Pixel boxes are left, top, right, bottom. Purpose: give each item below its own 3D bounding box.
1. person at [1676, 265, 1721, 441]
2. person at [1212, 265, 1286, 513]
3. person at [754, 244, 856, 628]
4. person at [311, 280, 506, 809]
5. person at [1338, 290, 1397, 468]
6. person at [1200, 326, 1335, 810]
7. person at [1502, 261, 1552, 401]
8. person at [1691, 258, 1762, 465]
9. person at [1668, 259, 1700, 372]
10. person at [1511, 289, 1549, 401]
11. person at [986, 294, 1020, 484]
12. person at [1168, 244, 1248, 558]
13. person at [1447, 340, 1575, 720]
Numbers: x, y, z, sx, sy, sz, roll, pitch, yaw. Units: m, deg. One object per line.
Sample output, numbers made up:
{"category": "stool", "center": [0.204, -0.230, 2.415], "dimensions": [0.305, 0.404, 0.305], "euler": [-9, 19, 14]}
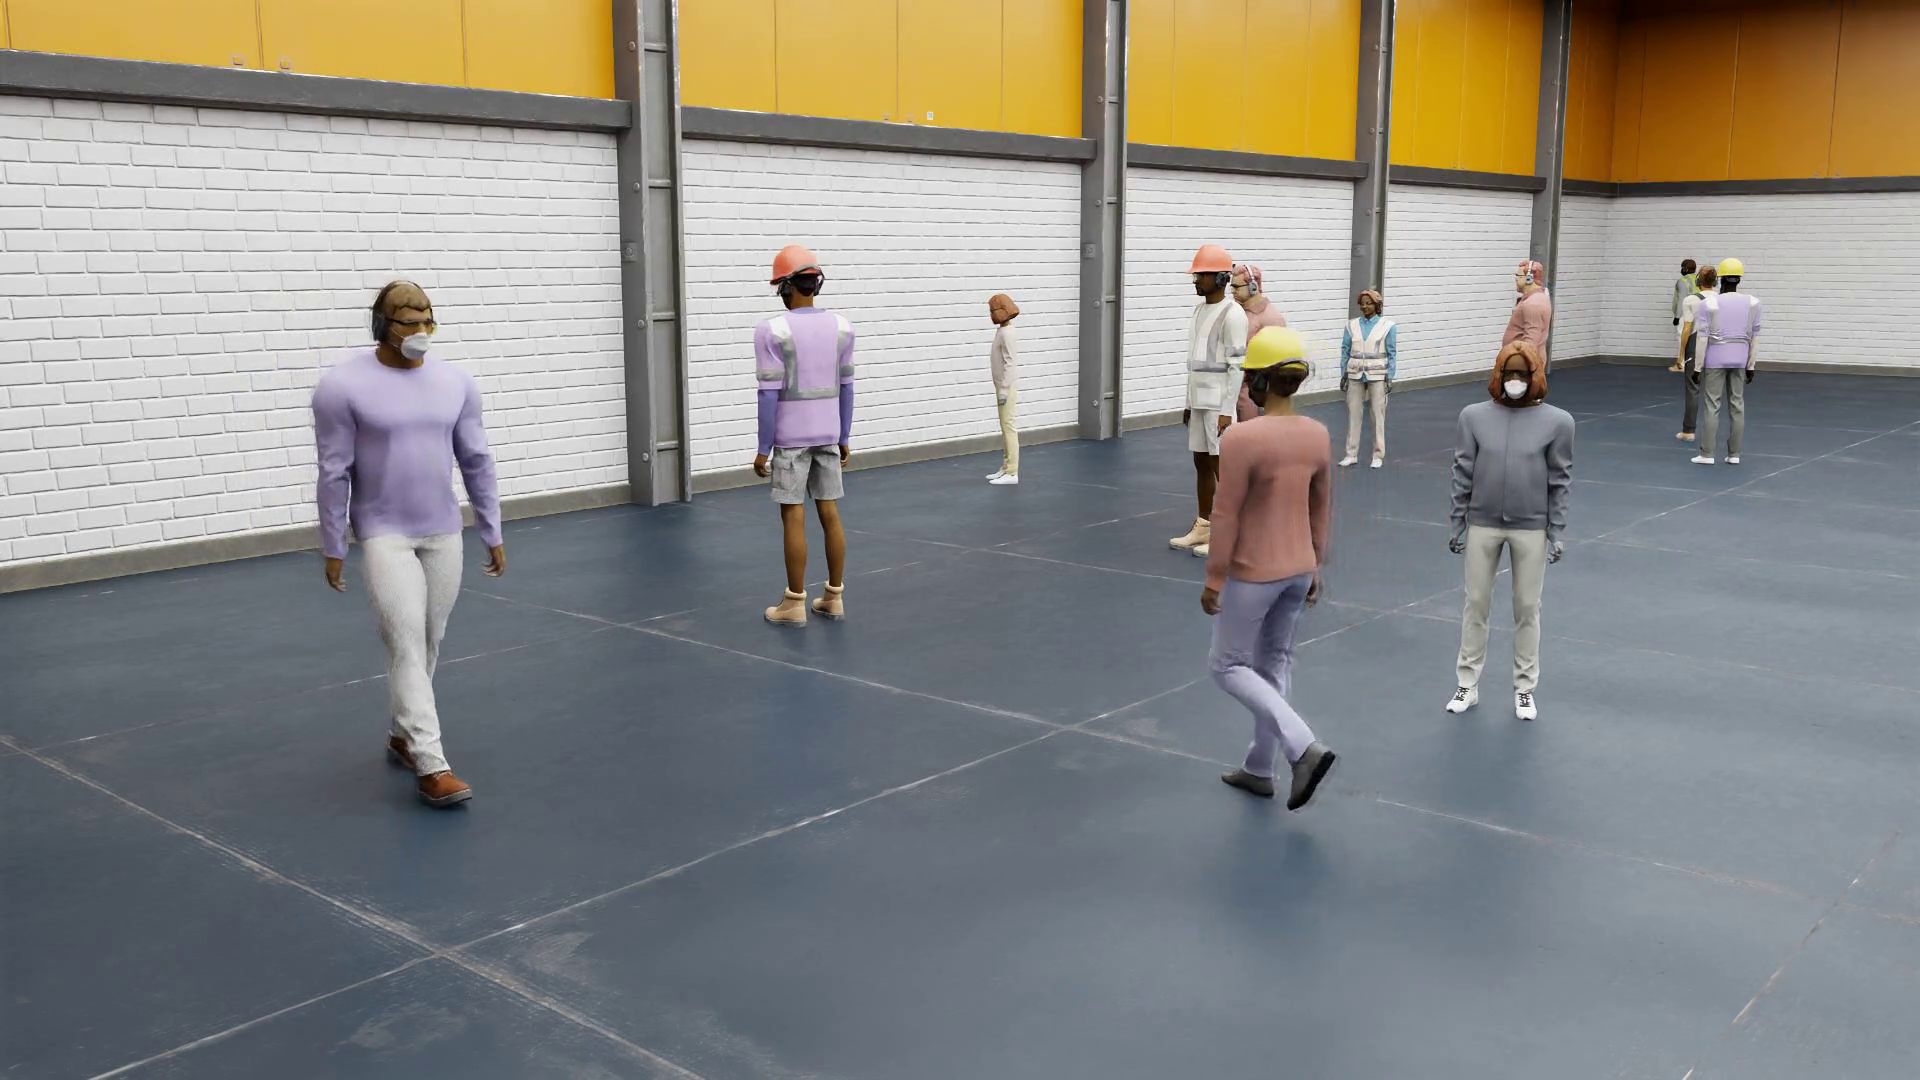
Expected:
{"category": "person", "center": [7.789, -1.951, 17.447], "dimensions": [0.513, 1.844, 0.328], "euler": [0, 10, -1]}
{"category": "person", "center": [2.095, -1.069, 12.270], "dimensions": [0.406, 1.902, 0.638], "euler": [-5, 11, -26]}
{"category": "person", "center": [-0.849, -0.551, 8.923], "dimensions": [0.607, 2.040, 0.378], "euler": [-8, 13, -38]}
{"category": "person", "center": [-2.010, -0.004, 6.197], "dimensions": [0.652, 1.902, 0.842], "euler": [-10, 14, -43]}
{"category": "person", "center": [3.763, -1.483, 15.364], "dimensions": [0.523, 1.639, 0.306], "euler": [6, 12, 33]}
{"category": "person", "center": [1.132, 0.118, 5.938], "dimensions": [0.542, 1.750, 0.560], "euler": [-8, 13, -37]}
{"category": "person", "center": [5.162, -1.589, 15.211], "dimensions": [0.408, 1.908, 0.646], "euler": [4, 11, 22]}
{"category": "person", "center": [7.126, -1.652, 15.507], "dimensions": [0.587, 1.928, 0.362], "euler": [0, 10, 0]}
{"category": "person", "center": [11.929, -3.688, 27.345], "dimensions": [0.634, 1.841, 0.429], "euler": [-7, 12, -35]}
{"category": "person", "center": [7.464, -2.707, 21.826], "dimensions": [0.527, 1.827, 0.942], "euler": [2, 10, 10]}
{"category": "person", "center": [0.374, -1.296, 14.321], "dimensions": [0.279, 1.633, 0.499], "euler": [0, 10, -2]}
{"category": "person", "center": [1.640, -0.908, 10.942], "dimensions": [0.370, 2.044, 0.608], "euler": [-4, 11, -20]}
{"category": "person", "center": [2.364, -0.042, 7.183], "dimensions": [0.498, 1.633, 0.289], "euler": [4, 11, 24]}
